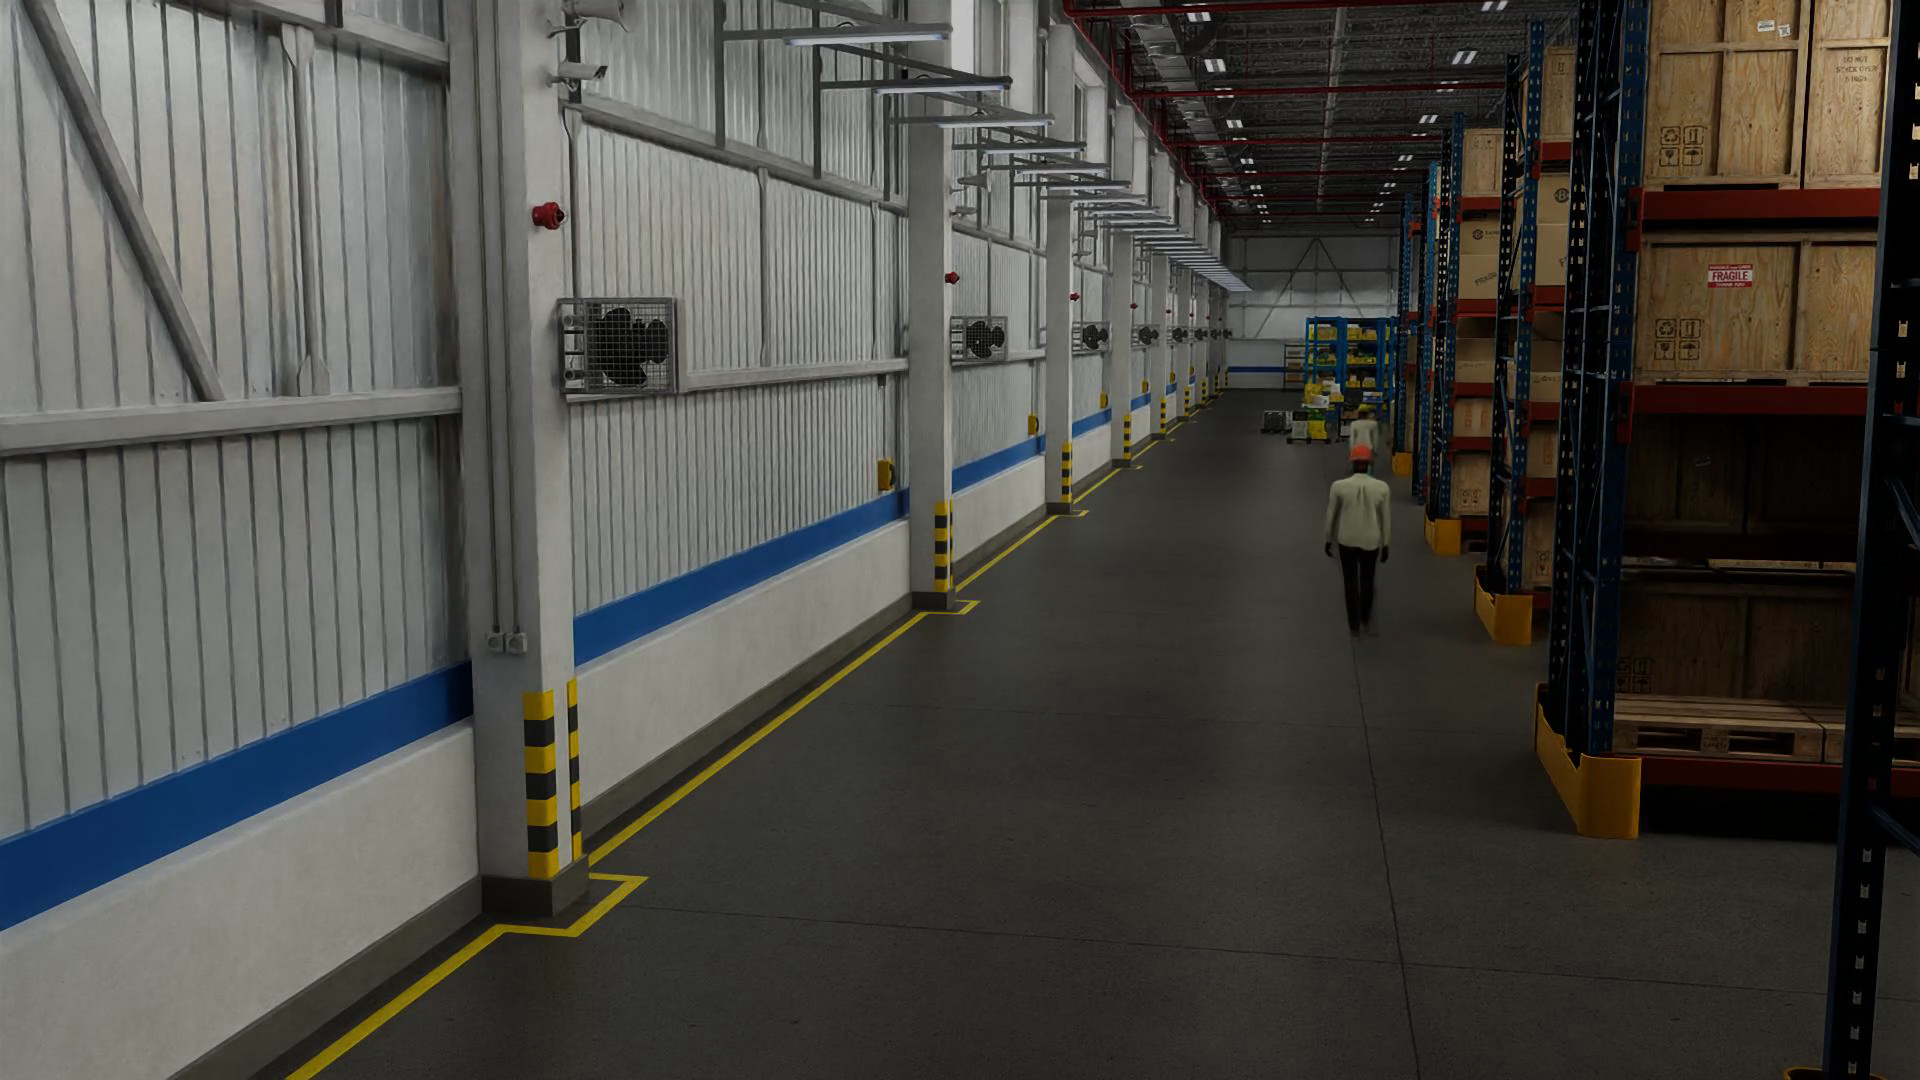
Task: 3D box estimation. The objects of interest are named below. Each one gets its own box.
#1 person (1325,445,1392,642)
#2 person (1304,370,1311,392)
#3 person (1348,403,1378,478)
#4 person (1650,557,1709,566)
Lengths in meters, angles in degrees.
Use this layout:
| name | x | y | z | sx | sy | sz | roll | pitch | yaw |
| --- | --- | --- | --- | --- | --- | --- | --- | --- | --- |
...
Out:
| name | x | y | z | sx | sy | sz | roll | pitch | yaw |
| --- | --- | --- | --- | --- | --- | --- | --- | --- | --- |
| person | 4.040 | 0.013 | 16.962 | 0.626 | 1.944 | 0.983 | 0 | 7 | 3 |
| person | 12.126 | -5.002 | 57.694 | 0.457 | 1.804 | 0.605 | 3 | 8 | 22 |
| person | 7.700 | -1.747 | 31.807 | 0.544 | 1.754 | 0.364 | 1 | 7 | 5 |
| person | 6.561 | 0.323 | 15.044 | 0.675 | 1.821 | 0.627 | 0 | 7 | 0 |
